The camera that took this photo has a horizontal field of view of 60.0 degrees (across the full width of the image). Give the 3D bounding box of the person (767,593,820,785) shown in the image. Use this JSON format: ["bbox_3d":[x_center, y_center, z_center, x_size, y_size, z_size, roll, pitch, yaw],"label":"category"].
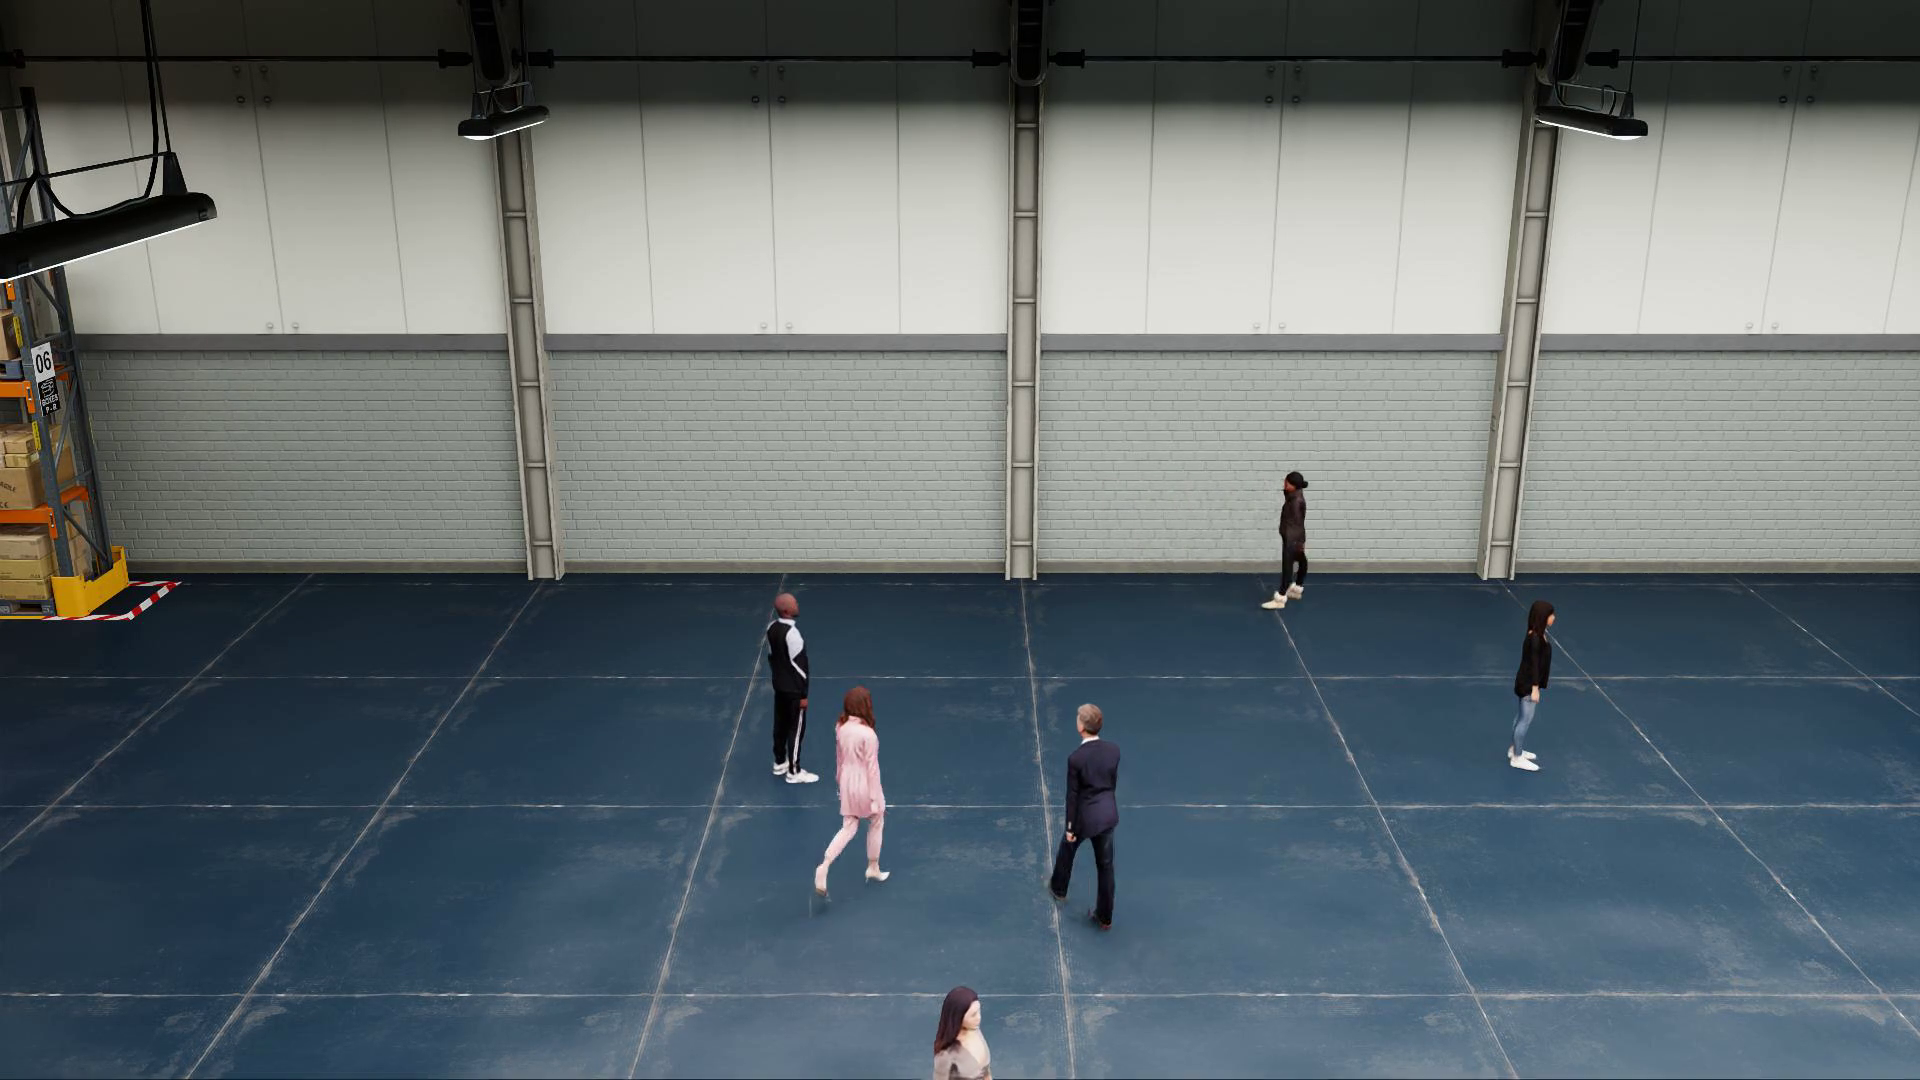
[{"bbox_3d":[-1.583,1.345,15.337,0.749,1.828,0.738,-12,22,-33],"label":"person"}]

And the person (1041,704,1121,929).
[{"bbox_3d":[1.064,2.166,12.884,1.075,1.786,1.000,-8,20,-23],"label":"person"}]

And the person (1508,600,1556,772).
[{"bbox_3d":[5.366,1.338,15.655,0.592,1.645,0.626,4,19,13],"label":"person"}]

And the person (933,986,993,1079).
[{"bbox_3d":[-0.071,3.295,9.546,1.158,1.707,0.864,7,19,20],"label":"person"}]

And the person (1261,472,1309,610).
[{"bbox_3d":[3.812,-0.010,19.778,0.783,1.655,0.589,0,18,1],"label":"person"}]

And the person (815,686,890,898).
[{"bbox_3d":[-0.868,2.044,13.269,1.066,1.780,1.090,15,23,39],"label":"person"}]
